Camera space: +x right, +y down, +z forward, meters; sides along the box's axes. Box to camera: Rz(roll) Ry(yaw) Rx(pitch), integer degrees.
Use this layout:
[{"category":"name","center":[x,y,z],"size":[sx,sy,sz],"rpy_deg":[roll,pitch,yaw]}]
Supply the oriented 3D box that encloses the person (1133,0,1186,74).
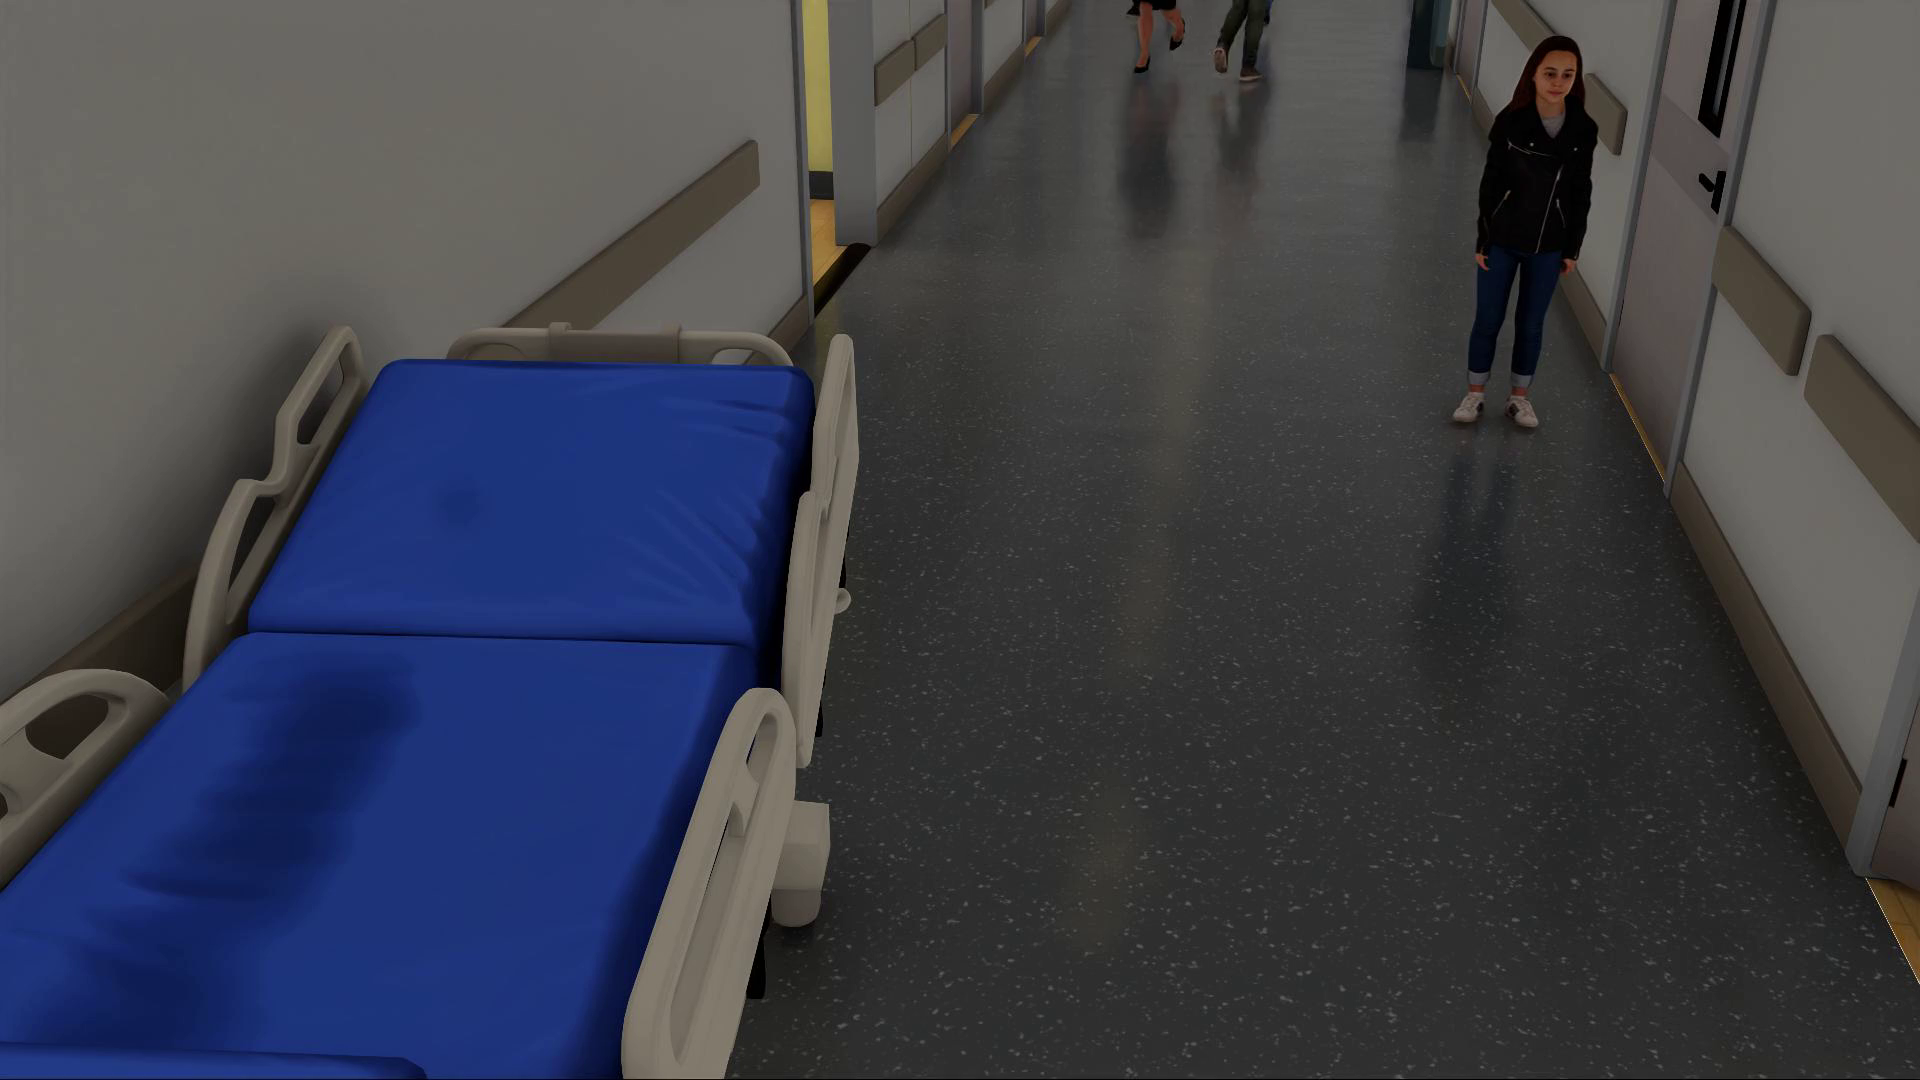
[{"category":"person","center":[1.598,-4.520,13.033],"size":[0.985,1.651,0.948],"rpy_deg":[15,29,28]}]

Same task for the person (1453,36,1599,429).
[{"category":"person","center":[2.106,-1.133,6.208],"size":[0.452,1.478,0.617],"rpy_deg":[6,26,12]}]

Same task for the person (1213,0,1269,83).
[{"category":"person","center":[2.160,-4.299,12.587],"size":[0.835,1.641,0.825],"rpy_deg":[18,31,33]}]
